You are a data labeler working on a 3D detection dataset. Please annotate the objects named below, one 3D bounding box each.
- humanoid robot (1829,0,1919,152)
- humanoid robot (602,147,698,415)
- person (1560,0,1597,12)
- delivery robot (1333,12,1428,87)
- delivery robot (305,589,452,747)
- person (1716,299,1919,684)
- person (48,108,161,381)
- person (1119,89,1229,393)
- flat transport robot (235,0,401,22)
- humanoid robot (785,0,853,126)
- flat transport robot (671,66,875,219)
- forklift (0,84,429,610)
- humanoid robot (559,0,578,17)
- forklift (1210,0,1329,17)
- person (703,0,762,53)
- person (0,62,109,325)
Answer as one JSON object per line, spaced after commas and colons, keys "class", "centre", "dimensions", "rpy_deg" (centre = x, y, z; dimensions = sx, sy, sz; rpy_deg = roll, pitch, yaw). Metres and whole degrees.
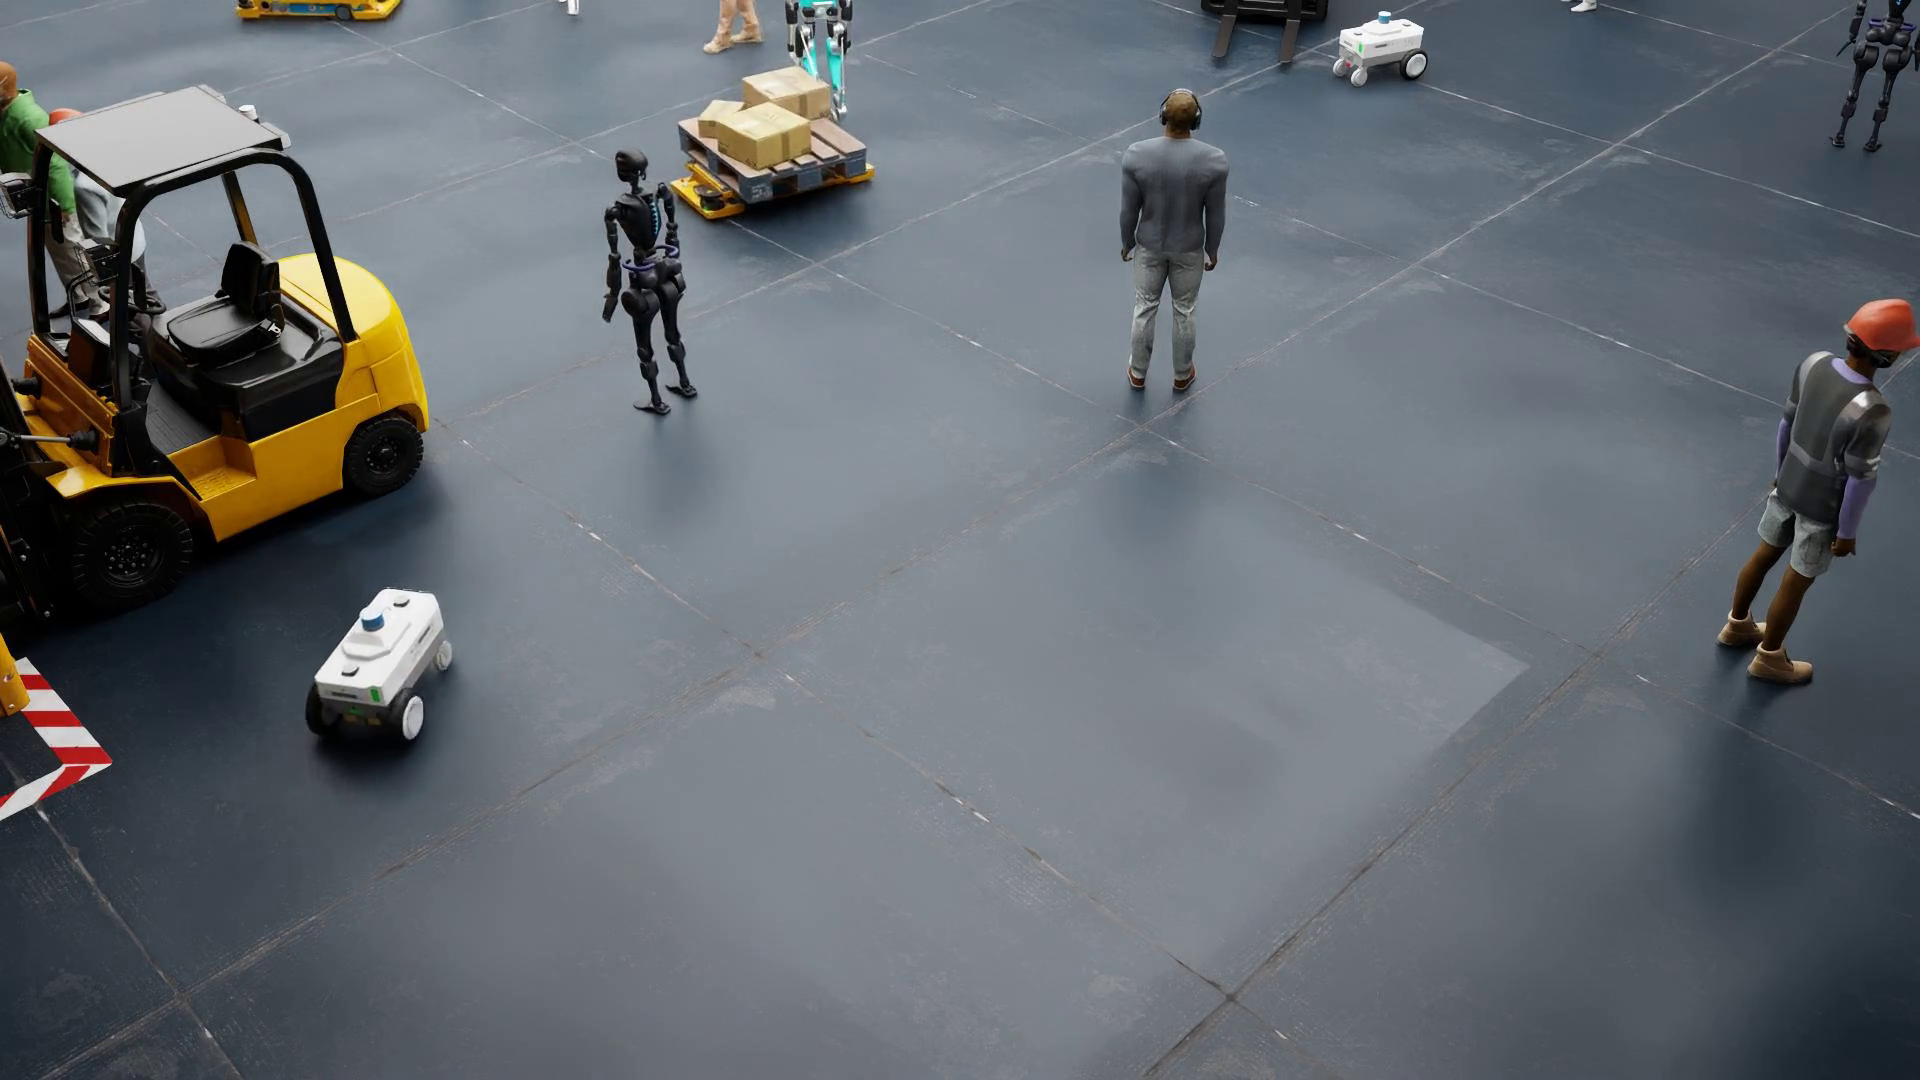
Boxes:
{"class": "humanoid robot", "centre": [7.237, -3.896, 13.023], "dimensions": [0.599, 1.657, 0.315], "rpy_deg": [17, 40, 22]}
{"class": "humanoid robot", "centre": [-1.861, -1.547, 9.889], "dimensions": [0.332, 1.654, 0.599], "rpy_deg": [24, 43, 28]}
{"class": "person", "centre": [6.016, -5.822, 15.642], "dimensions": [0.306, 1.640, 0.513], "rpy_deg": [-1, 37, -2]}
{"class": "delivery robot", "centre": [3.660, -4.303, 14.511], "dimensions": [0.765, 0.585, 0.499], "rpy_deg": [-16, 40, -20]}
{"class": "delivery robot", "centre": [-2.768, 0.573, 7.964], "dimensions": [0.499, 0.564, 0.737], "rpy_deg": [7, 37, 9]}
{"class": "person", "centre": [4.034, -0.219, 7.811], "dimensions": [0.375, 2.043, 0.606], "rpy_deg": [-7, 37, -9]}
{"class": "person", "centre": [-5.185, -1.801, 10.178], "dimensions": [0.352, 1.740, 0.571], "rpy_deg": [-4, 37, -6]}
{"class": "person", "centre": [1.258, -1.767, 9.970], "dimensions": [0.630, 1.939, 0.371], "rpy_deg": [5, 37, 7]}
{"class": "flat transport robot", "centre": [-6.130, -5.203, 15.961], "dimensions": [1.431, 0.231, 0.659], "rpy_deg": [1, 37, 2]}
{"class": "humanoid robot", "centre": [-1.016, -3.780, 12.847], "dimensions": [0.573, 1.774, 0.890], "rpy_deg": [-12, 38, -16]}
{"class": "flat transport robot", "centre": [-1.431, -2.812, 12.761], "dimensions": [1.431, 0.231, 0.659], "rpy_deg": [-21, 42, -26]}
{"class": "forklift", "centre": [-4.145, -1.093, 8.856], "dimensions": [2.313, 2.155, 1.214], "rpy_deg": [-31, 47, -34]}
{"class": "humanoid robot", "centre": [-3.814, -5.801, 15.543], "dimensions": [0.546, 1.742, 0.948], "rpy_deg": [-10, 38, -13]}
{"class": "forklift", "centre": [3.106, -6.400, 15.960], "dimensions": [1.214, 2.155, 2.313], "rpy_deg": [8, 37, 10]}
{"class": "person", "centre": [-2.090, -5.250, 14.788], "dimensions": [0.625, 1.746, 0.629], "rpy_deg": [-17, 40, -21]}
{"class": "person", "centre": [-5.884, -2.201, 10.678], "dimensions": [0.552, 1.782, 0.384], "rpy_deg": [25, 44, 30]}
